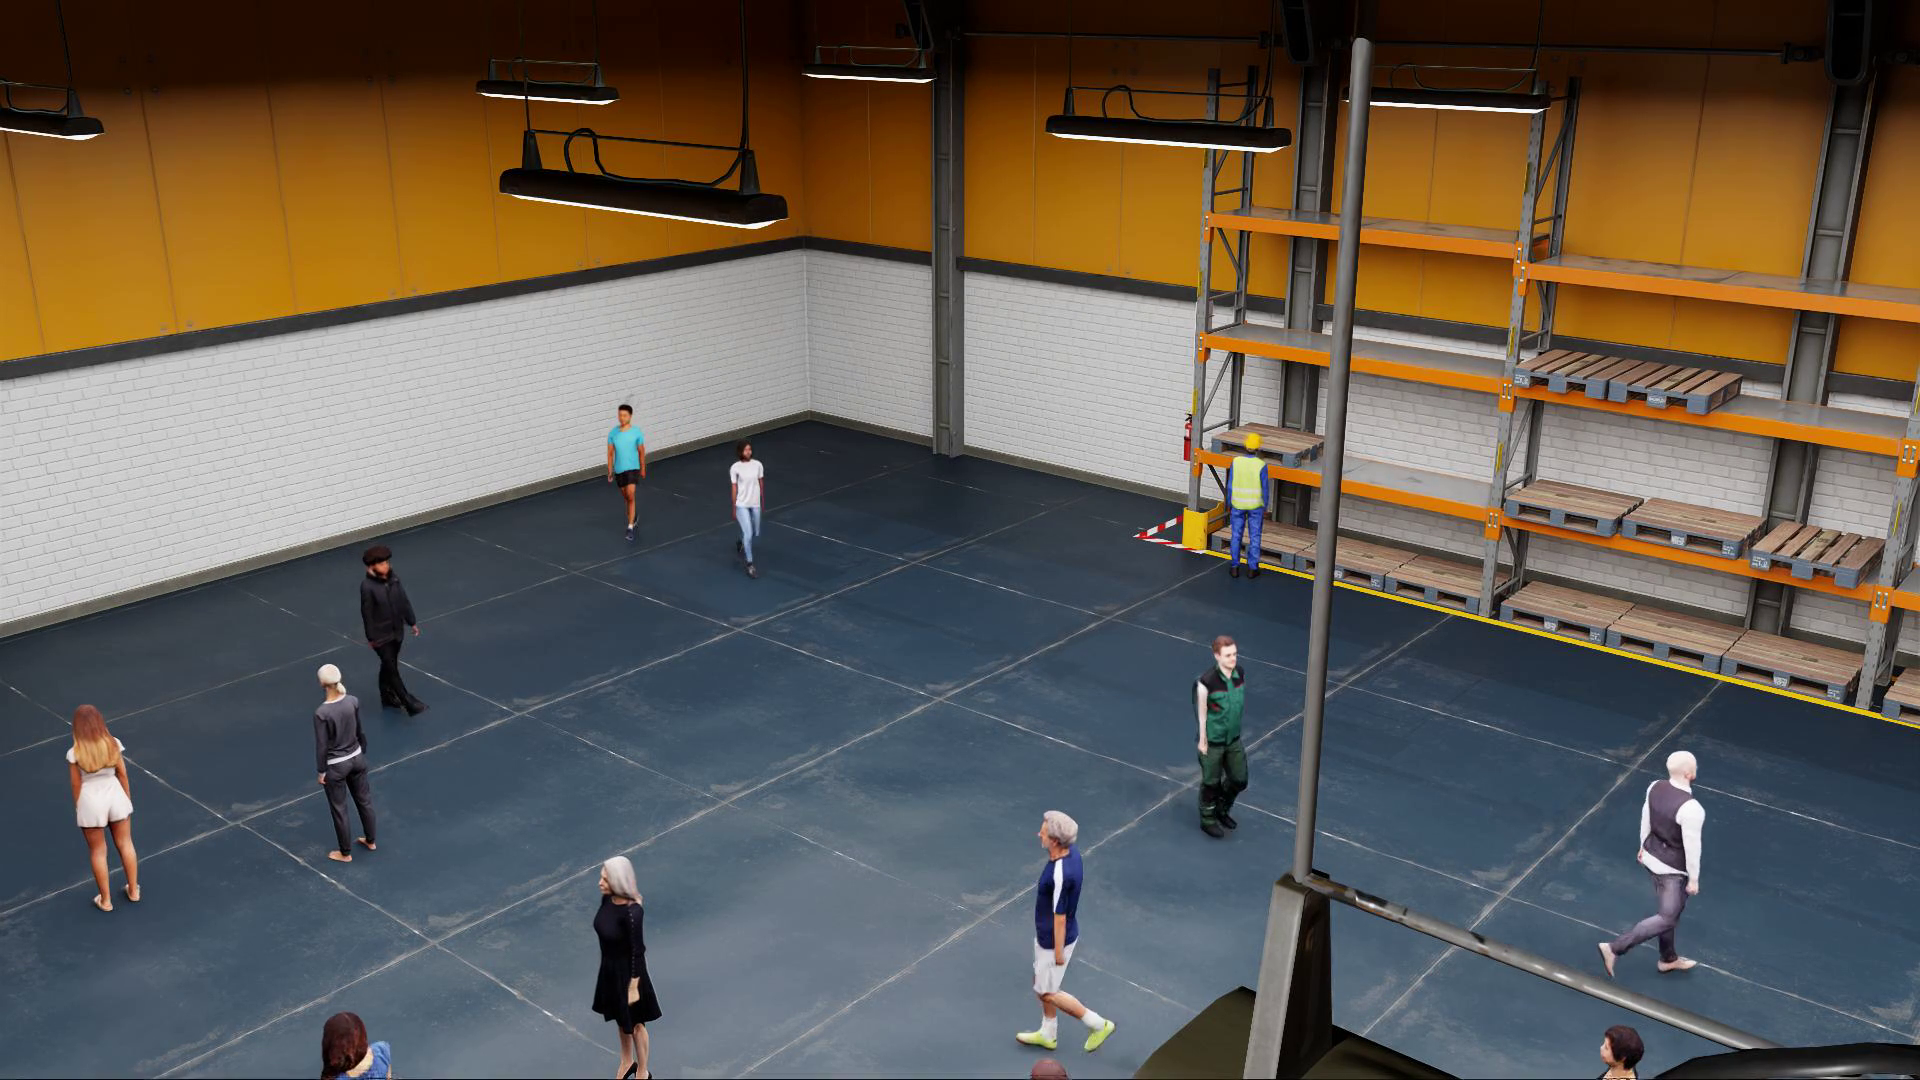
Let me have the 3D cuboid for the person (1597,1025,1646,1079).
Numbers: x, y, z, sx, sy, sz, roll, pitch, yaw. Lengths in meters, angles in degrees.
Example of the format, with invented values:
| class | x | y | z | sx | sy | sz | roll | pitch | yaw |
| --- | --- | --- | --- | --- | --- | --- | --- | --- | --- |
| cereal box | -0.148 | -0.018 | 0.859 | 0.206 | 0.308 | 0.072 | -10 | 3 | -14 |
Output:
| class | x | y | z | sx | sy | sz | roll | pitch | yaw |
| --- | --- | --- | --- | --- | --- | --- | --- | --- | --- |
| person | 3.730 | 3.420 | 9.338 | 0.752 | 1.544 | 0.677 | 4 | 19 | 12 |

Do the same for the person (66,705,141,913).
| class | x | y | z | sx | sy | sz | roll | pitch | yaw |
| --- | --- | --- | --- | --- | --- | --- | --- | --- | --- |
| person | -6.733 | 2.087 | 13.062 | 0.598 | 1.693 | 0.571 | -17 | 25 | -41 |

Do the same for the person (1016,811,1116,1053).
| class | x | y | z | sx | sy | sz | roll | pitch | yaw |
| --- | --- | --- | --- | --- | --- | --- | --- | --- | --- |
| person | 0.718 | 2.660 | 11.158 | 1.038 | 1.824 | 0.895 | 4 | 19 | 10 |

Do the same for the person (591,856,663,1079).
| class | x | y | z | sx | sy | sz | roll | pitch | yaw |
| --- | --- | --- | --- | --- | --- | --- | --- | --- | --- |
| person | -2.184 | 2.833 | 10.765 | 0.698 | 1.746 | 0.549 | -15 | 24 | -38 |

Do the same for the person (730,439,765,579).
| class | x | y | z | sx | sy | sz | roll | pitch | yaw |
| --- | --- | --- | --- | --- | --- | --- | --- | --- | --- |
| person | -2.642 | -0.415 | 20.483 | 0.782 | 1.699 | 1.040 | -11 | 21 | -29 |

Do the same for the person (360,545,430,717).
| class | x | y | z | sx | sy | sz | roll | pitch | yaw |
| --- | --- | --- | --- | --- | --- | --- | --- | --- | --- |
| person | -5.761 | 0.883 | 16.551 | 1.071 | 1.747 | 0.762 | 10 | 21 | 26 |

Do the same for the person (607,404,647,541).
| class | x | y | z | sx | sy | sz | roll | pitch | yaw |
| --- | --- | --- | --- | --- | --- | --- | --- | --- | --- |
| person | -4.382 | -0.933 | 21.965 | 1.162 | 1.735 | 1.118 | 1 | 19 | 3 |

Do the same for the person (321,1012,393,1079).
| class | x | y | z | sx | sy | sz | roll | pitch | yaw |
| --- | --- | --- | --- | --- | --- | --- | --- | --- | --- |
| person | -3.182 | 3.380 | 9.079 | 1.046 | 1.785 | 0.752 | 11 | 21 | 28 |

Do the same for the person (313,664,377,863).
| class | x | y | z | sx | sy | sz | roll | pitch | yaw |
| --- | --- | --- | --- | --- | --- | --- | --- | --- | --- |
| person | -5.114 | 1.827 | 13.781 | 0.524 | 1.728 | 0.608 | 13 | 23 | 34 |

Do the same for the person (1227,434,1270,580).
| class | x | y | z | sx | sy | sz | roll | pitch | yaw |
| --- | --- | --- | --- | --- | --- | --- | --- | --- | --- |
| person | 3.513 | -0.428 | 20.348 | 0.650 | 1.810 | 0.808 | 4 | 19 | 13 |

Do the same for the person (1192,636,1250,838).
| class | x | y | z | sx | sy | sz | roll | pitch | yaw |
| --- | --- | --- | --- | --- | --- | --- | --- | --- | --- |
| person | 2.164 | 1.643 | 14.159 | 0.732 | 1.835 | 0.755 | -10 | 21 | -27 |

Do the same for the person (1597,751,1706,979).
| class | x | y | z | sx | sy | sz | roll | pitch | yaw |
| --- | --- | --- | --- | --- | --- | --- | --- | --- | --- |
| person | 5.043 | 2.387 | 11.999 | 1.171 | 1.803 | 1.157 | -4 | 19 | -11 |
